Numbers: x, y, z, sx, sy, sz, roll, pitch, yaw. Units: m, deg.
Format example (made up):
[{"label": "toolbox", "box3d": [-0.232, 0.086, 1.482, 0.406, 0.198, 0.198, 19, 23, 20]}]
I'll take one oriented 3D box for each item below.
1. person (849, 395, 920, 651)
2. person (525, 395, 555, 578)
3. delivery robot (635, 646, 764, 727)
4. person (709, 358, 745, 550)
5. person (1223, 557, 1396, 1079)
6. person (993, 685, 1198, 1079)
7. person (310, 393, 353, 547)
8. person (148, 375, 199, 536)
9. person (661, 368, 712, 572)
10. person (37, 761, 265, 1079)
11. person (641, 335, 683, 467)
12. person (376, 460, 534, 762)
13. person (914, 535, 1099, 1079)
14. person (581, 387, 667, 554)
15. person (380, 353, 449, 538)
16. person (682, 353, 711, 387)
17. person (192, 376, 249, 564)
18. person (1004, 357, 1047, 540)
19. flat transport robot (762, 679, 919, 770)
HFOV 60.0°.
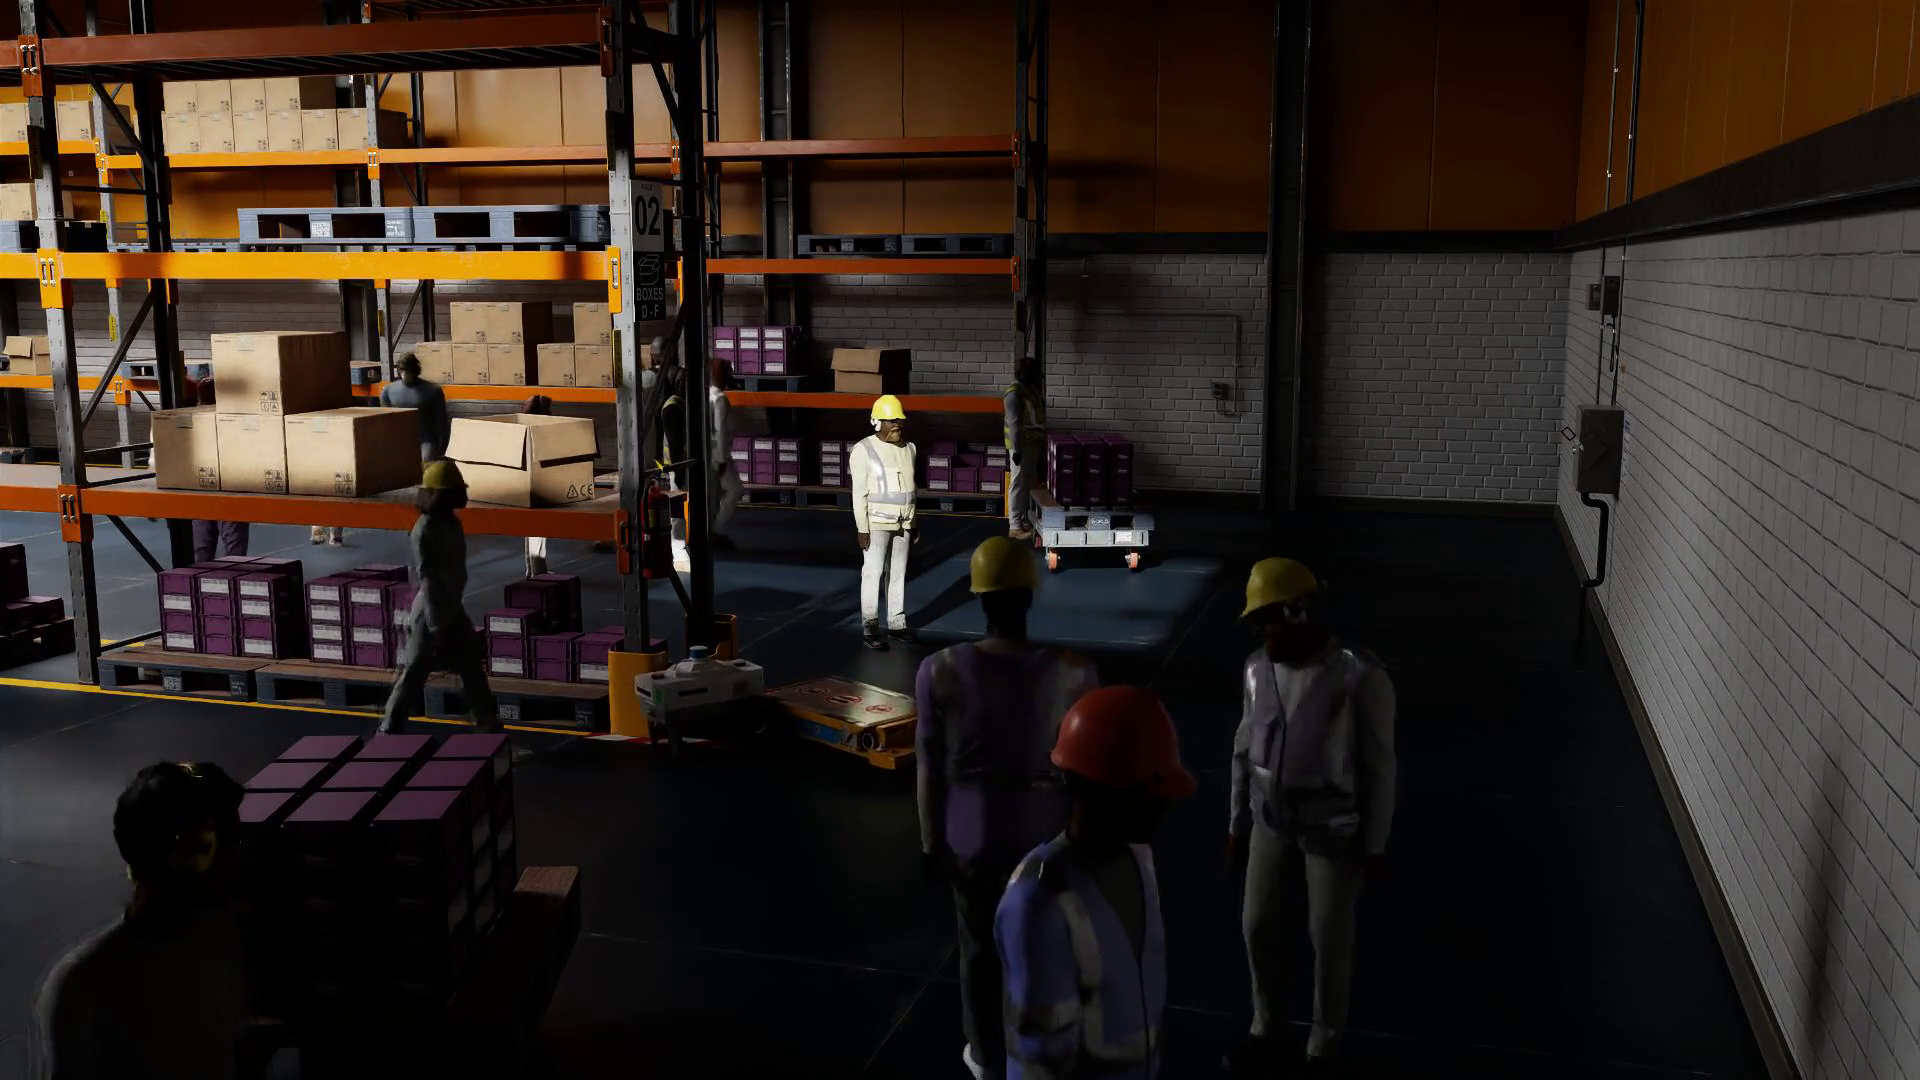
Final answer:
[{"label": "person", "box3d": [-0.515, -0.132, 12.000, 0.404, 1.833, 0.590, 9, 13, 44]}, {"label": "person", "box3d": [-3.676, -0.447, 14.517, 0.310, 1.636, 0.523, -4, 10, -22]}, {"label": "delivery robot", "box3d": [-1.503, 0.854, 9.593, 0.707, 0.478, 0.477, -6, 11, -34]}, {"label": "person", "box3d": [-2.323, -0.822, 16.099, 0.421, 1.867, 0.570, -6, 11, -32]}, {"label": "person", "box3d": [1.155, 0.961, 5.534, 0.627, 1.792, 0.406, 9, 13, 43]}, {"label": "person", "box3d": [0.215, 1.219, 3.553, 0.942, 1.907, 0.547, 7, 12, 37]}, {"label": "person", "box3d": [-6.207, -0.898, 16.249, 0.633, 1.979, 0.510, -4, 10, -21]}, {"label": "person", "box3d": [-6.059, -0.345, 13.077, 0.550, 1.926, 0.675, -1, 9, -4]}, {"label": "person", "box3d": [-2.458, -0.638, 15.081, 0.430, 1.838, 0.620, 1, 9, 8]}, {"label": "person", "box3d": [-1.464, 1.339, 3.086, 0.387, 1.822, 0.608, 2, 10, 14]}, {"label": "person", "box3d": [-3.130, -1.160, 17.636, 0.690, 2.000, 0.537, -5, 11, -28]}, {"label": "person", "box3d": [-2.863, 0.405, 9.146, 0.899, 1.699, 0.501, 2, 10, 11]}, {"label": "person", "box3d": [0.153, 0.933, 5.325, 0.599, 1.903, 0.774, 0, 9, -1]}, {"label": "person", "box3d": [-3.067, -0.790, 15.899, 1.068, 1.888, 0.652, 0, 9, -2]}, {"label": "person", "box3d": [-5.477, -0.924, 16.675, 0.628, 1.878, 1.081, 0, 9, -2]}, {"label": "person", "box3d": [-2.952, -1.274, 18.639, 0.367, 1.940, 0.634, 3, 10, 15]}, {"label": "person", "box3d": [-5.761, -0.324, 12.950, 0.651, 1.906, 0.402, 1, 9, 5]}, {"label": "person", "box3d": [0.670, -0.935, 16.873, 0.429, 1.840, 0.637, 3, 10, 19]}, {"label": "flat transport robot", "box3d": [-0.612, 1.032, 9.654, 0.652, 0.197, 1.431, -9, 13, -43]}]
